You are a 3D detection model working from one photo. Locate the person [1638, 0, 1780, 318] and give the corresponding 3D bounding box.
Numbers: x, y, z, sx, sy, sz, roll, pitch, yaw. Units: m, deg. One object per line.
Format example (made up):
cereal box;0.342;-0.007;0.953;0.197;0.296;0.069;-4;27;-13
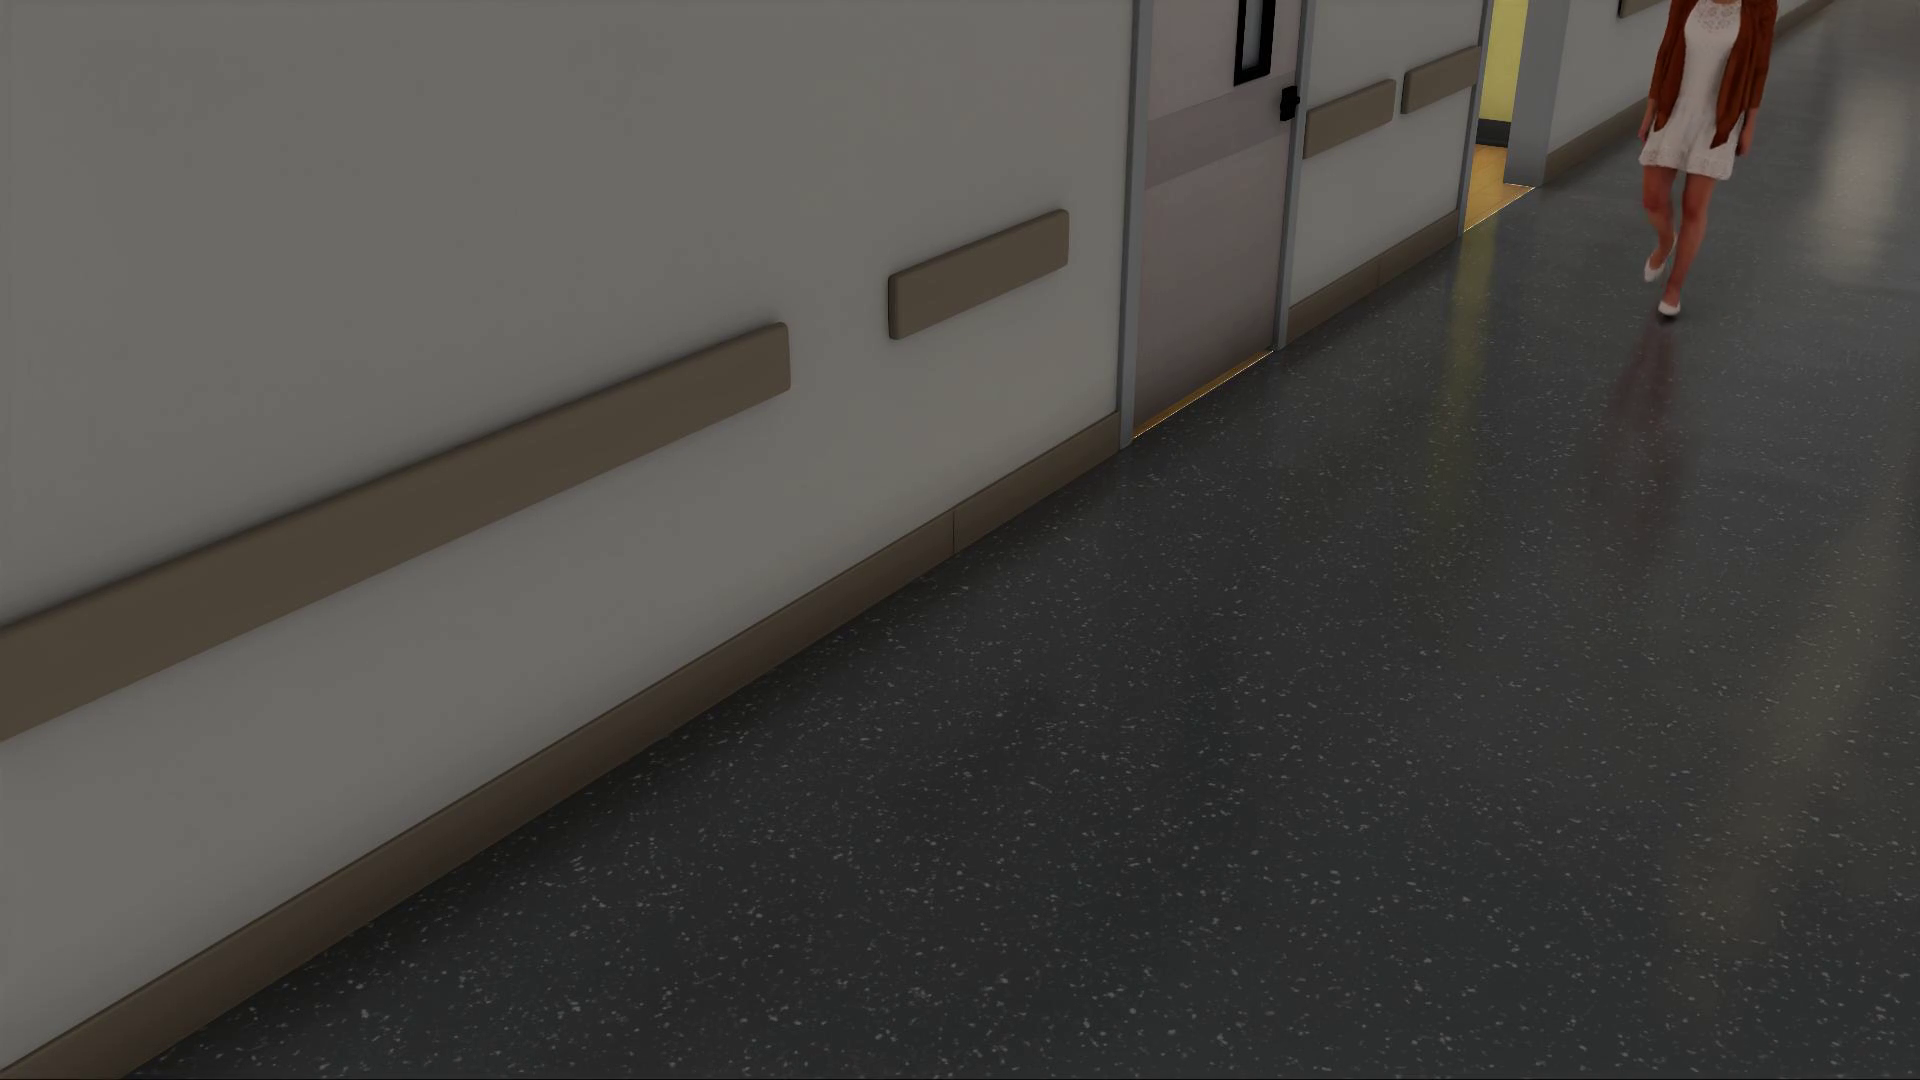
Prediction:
person;3.273;-1.875;7.352;0.691;1.711;0.695;16;30;29
